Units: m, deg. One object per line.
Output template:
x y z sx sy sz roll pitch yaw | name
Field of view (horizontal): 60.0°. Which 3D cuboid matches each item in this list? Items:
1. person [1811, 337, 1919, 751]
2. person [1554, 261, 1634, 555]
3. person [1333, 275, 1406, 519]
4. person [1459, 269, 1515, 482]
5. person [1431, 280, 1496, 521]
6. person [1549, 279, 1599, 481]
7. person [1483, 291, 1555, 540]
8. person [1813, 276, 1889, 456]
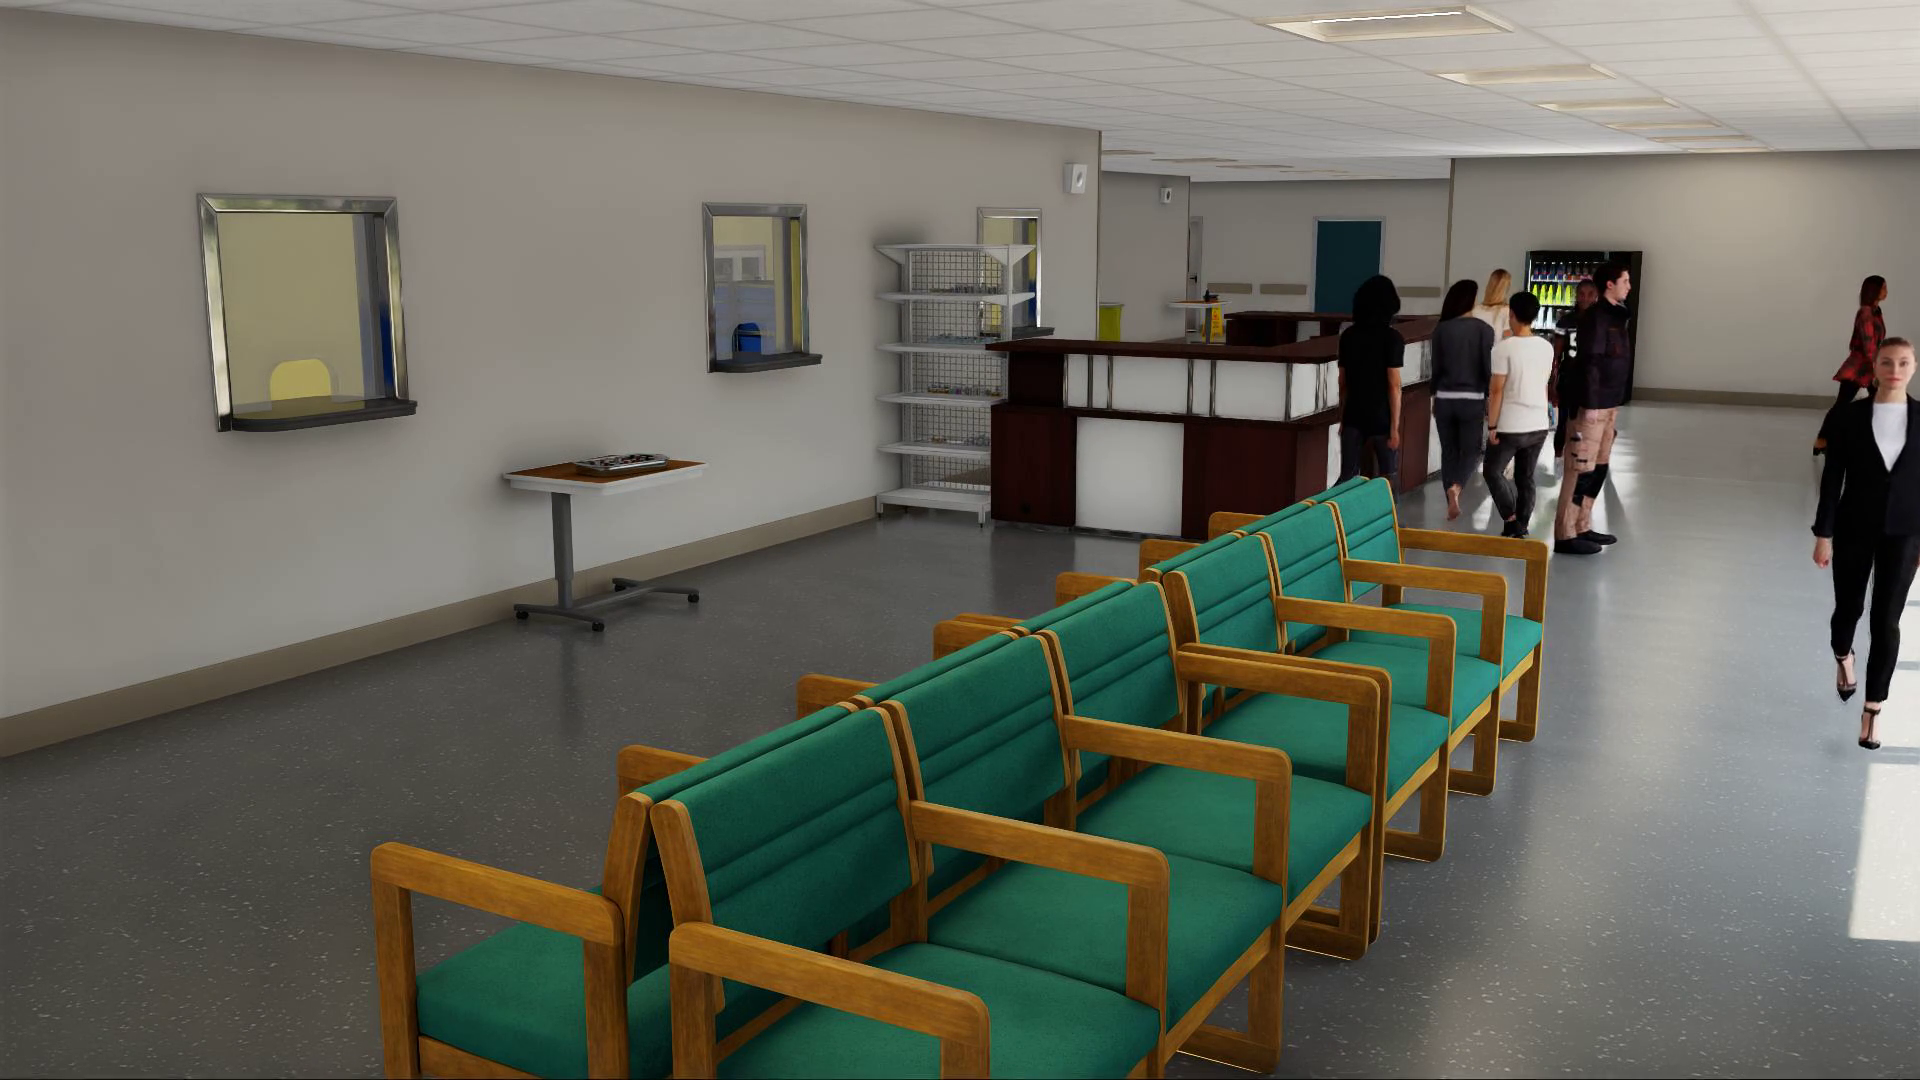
3.846 0.004 7.004 1.019 1.676 0.766 5 12 24 | person
4.172 -0.871 10.964 0.627 1.919 0.723 8 13 36 | person
2.562 -0.758 10.654 1.146 1.799 0.881 9 14 41 | person
4.171 -1.243 13.359 1.201 1.755 0.972 10 15 42 | person
3.575 -0.976 11.967 0.870 1.751 0.670 6 12 30 | person
4.952 -1.209 13.317 1.072 1.705 0.865 3 11 14 | person
3.675 -0.746 10.801 0.765 1.703 0.828 -3 11 -14 | person
8.105 -1.520 15.103 1.153 1.651 0.798 10 15 43 | person
